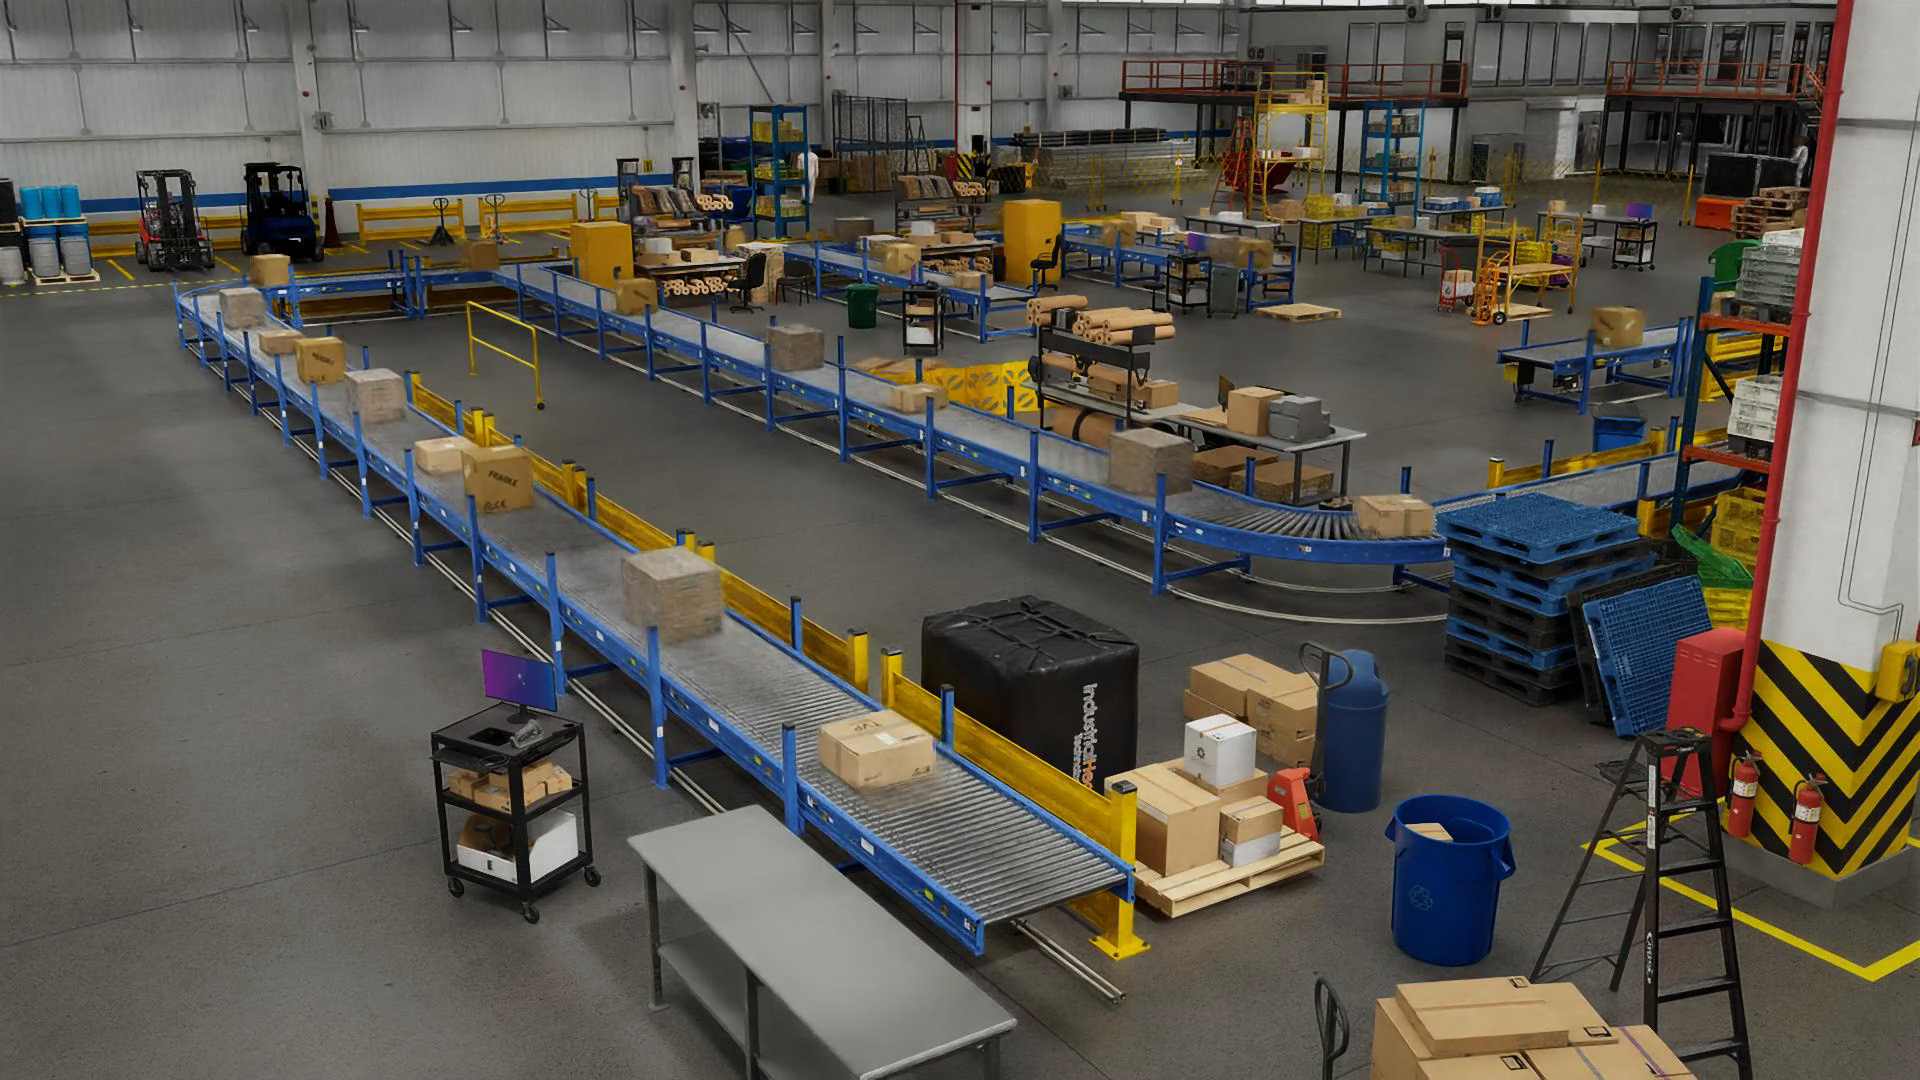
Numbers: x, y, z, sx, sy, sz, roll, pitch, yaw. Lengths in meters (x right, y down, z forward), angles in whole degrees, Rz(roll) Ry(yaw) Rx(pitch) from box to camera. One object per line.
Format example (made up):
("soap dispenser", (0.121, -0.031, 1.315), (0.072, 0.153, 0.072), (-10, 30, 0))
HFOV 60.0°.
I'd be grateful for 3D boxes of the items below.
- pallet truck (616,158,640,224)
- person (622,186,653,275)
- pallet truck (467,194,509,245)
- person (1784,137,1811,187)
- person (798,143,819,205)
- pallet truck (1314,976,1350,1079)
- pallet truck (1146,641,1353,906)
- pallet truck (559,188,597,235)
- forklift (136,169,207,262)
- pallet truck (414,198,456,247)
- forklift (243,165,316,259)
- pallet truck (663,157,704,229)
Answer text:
("pallet truck", (-8.918, -9.176, 44.255), (0.823, 1.965, 1.885), (-9, 19, -27))
("person", (-6.890, -6.523, 35.436), (0.628, 1.982, 1.065), (3, 17, 10))
("pallet truck", (-11.983, -8.177, 42.137), (0.704, 1.261, 1.522), (-11, 20, -33))
("person", (28.124, -12.572, 55.840), (0.671, 1.850, 0.604), (1, 17, 2))
("person", (-4.731, -11.391, 51.802), (0.664, 1.895, 0.502), (-2, 17, -6))
("pallet truck", (2.299, 2.390, 7.086), (1.601, 1.201, 0.680), (-2, 17, -7))
("pallet truck", (1.664, 1.407, 10.232), (1.630, 1.274, 0.653), (-10, 20, -31))
("pallet truck", (-10.010, -8.652, 43.699), (0.653, 1.274, 1.630), (-10, 20, -31))
("forklift", (-17.842, -7.318, 37.559), (1.157, 1.987, 2.680), (-10, 20, -31))
("pallet truck", (-13.250, -8.060, 41.856), (0.680, 1.201, 1.601), (-10, 20, -31))
("forklift", (-15.898, -7.669, 38.708), (1.157, 1.987, 2.680), (-11, 20, -33))
("pallet truck", (-7.586, -9.308, 44.692), (0.823, 1.965, 1.885), (-11, 20, -33))
